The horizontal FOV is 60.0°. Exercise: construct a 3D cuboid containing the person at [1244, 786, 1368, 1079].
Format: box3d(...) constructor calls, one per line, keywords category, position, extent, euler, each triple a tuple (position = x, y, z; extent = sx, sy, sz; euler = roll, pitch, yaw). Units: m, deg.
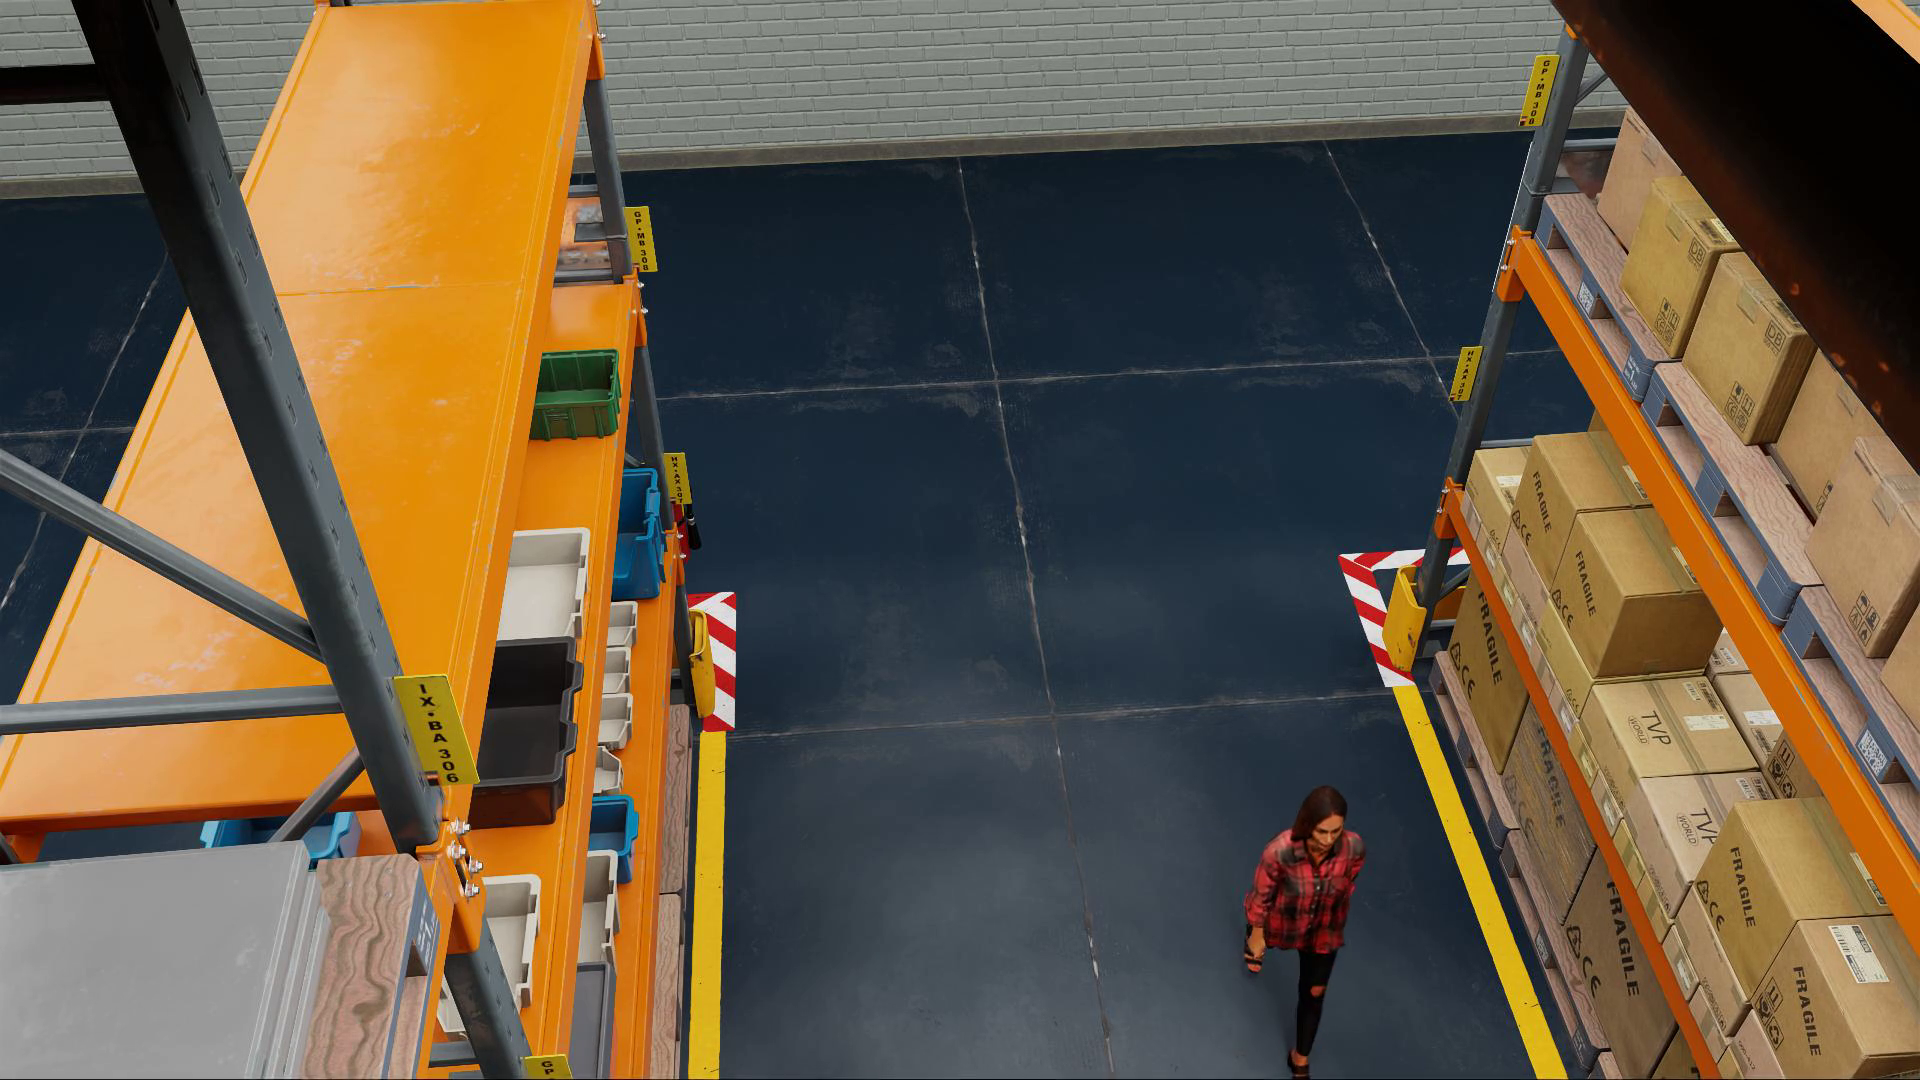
box3d(category="person", position=(1.433, 1.569, 7.206), extent=(0.650, 1.661, 1.106), euler=(-2, 43, -2))
